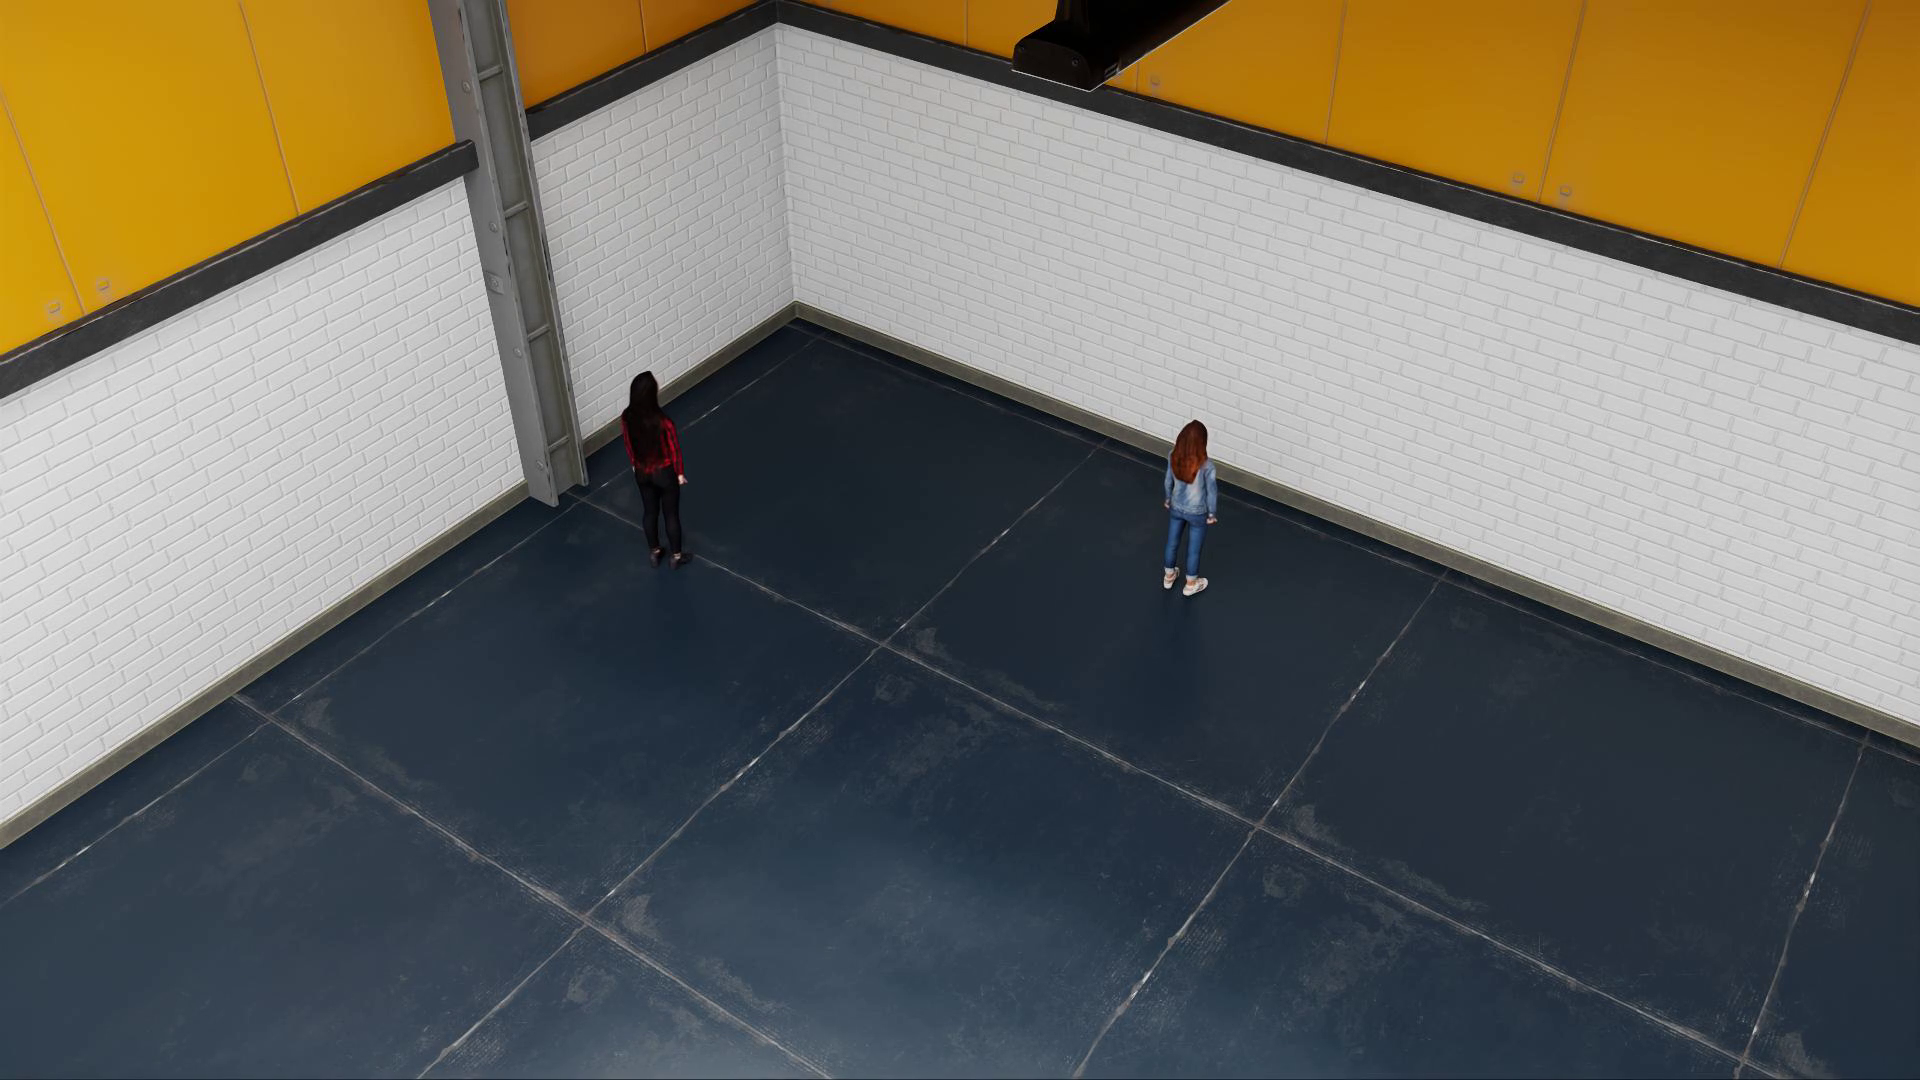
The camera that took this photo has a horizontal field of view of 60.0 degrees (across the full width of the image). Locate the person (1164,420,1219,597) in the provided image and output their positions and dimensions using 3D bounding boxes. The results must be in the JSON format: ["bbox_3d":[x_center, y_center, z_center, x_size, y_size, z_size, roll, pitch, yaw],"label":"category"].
[{"bbox_3d":[1.646,-0.234,11.988,0.560,1.477,0.487,24,45,27],"label":"person"}]

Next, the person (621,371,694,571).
[{"bbox_3d":[-2.226,-0.489,12.165,0.642,1.654,0.604,12,40,15],"label":"person"}]
